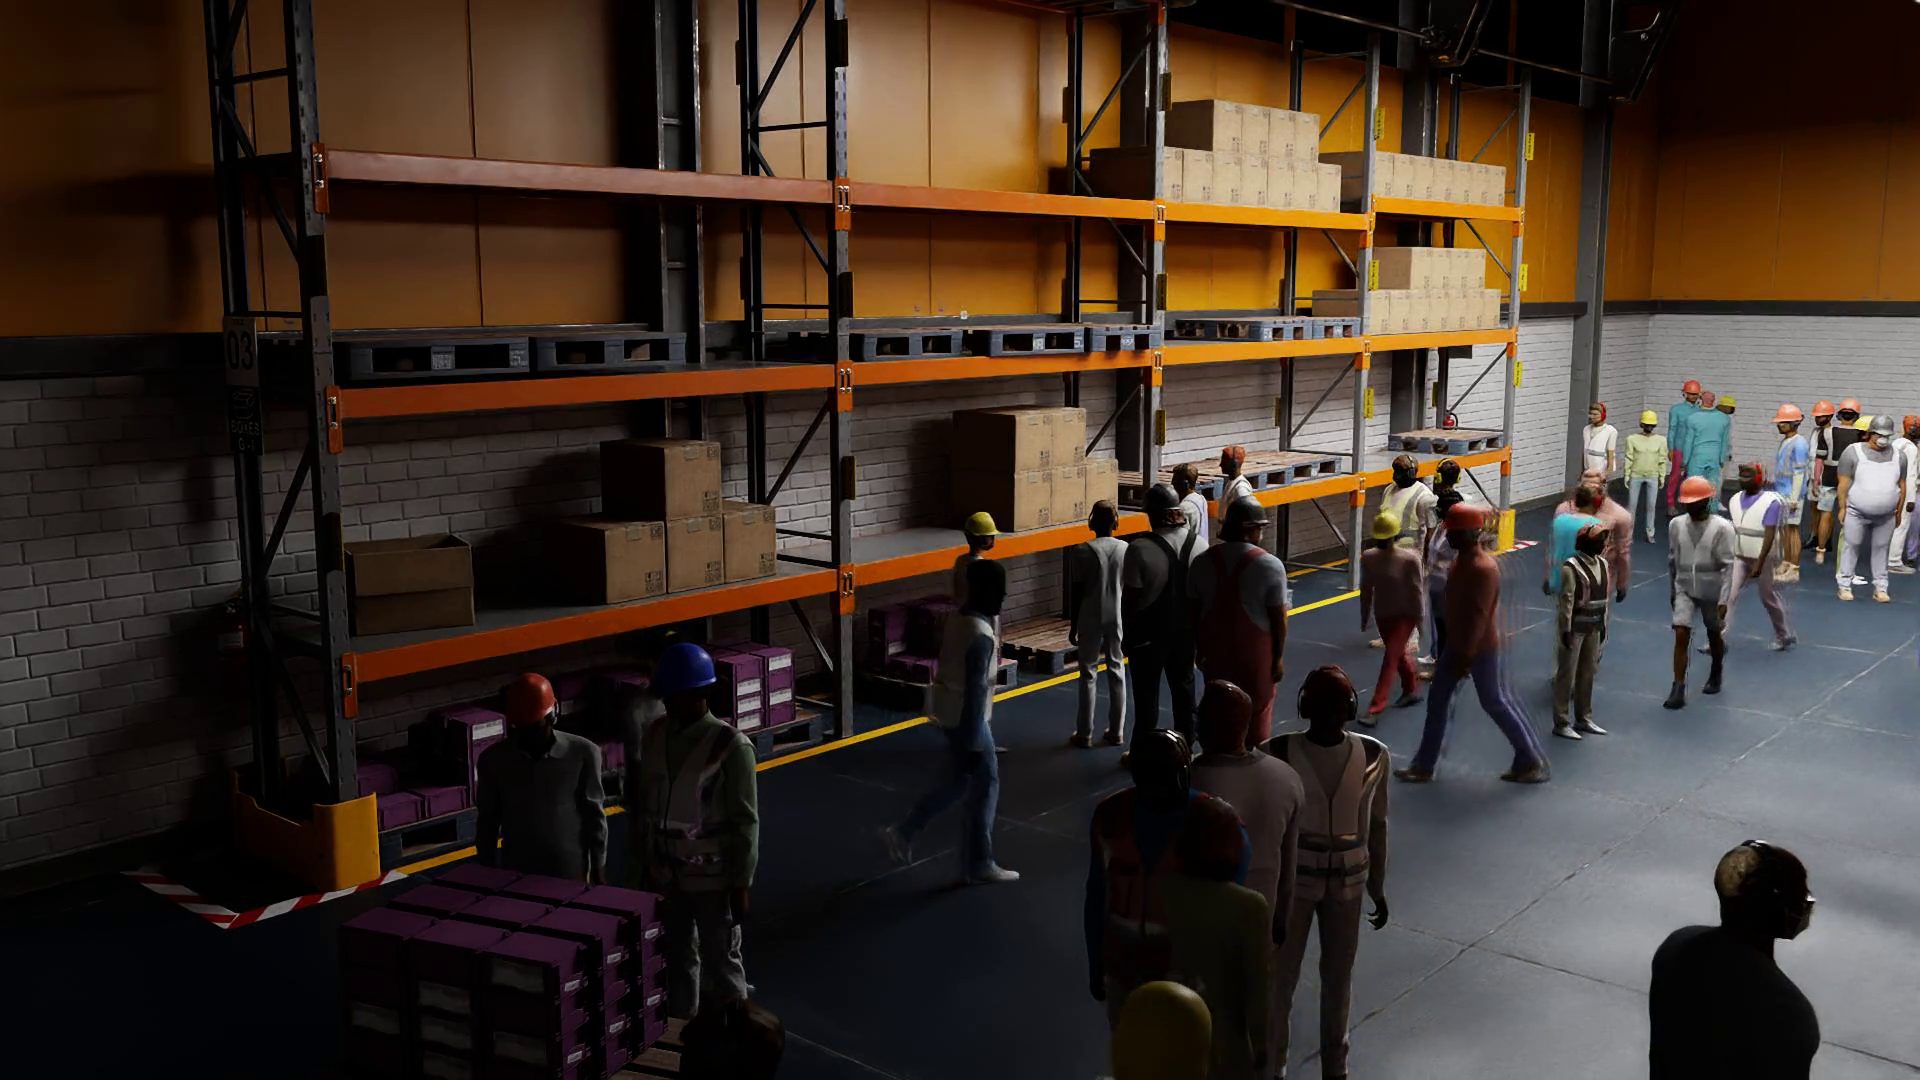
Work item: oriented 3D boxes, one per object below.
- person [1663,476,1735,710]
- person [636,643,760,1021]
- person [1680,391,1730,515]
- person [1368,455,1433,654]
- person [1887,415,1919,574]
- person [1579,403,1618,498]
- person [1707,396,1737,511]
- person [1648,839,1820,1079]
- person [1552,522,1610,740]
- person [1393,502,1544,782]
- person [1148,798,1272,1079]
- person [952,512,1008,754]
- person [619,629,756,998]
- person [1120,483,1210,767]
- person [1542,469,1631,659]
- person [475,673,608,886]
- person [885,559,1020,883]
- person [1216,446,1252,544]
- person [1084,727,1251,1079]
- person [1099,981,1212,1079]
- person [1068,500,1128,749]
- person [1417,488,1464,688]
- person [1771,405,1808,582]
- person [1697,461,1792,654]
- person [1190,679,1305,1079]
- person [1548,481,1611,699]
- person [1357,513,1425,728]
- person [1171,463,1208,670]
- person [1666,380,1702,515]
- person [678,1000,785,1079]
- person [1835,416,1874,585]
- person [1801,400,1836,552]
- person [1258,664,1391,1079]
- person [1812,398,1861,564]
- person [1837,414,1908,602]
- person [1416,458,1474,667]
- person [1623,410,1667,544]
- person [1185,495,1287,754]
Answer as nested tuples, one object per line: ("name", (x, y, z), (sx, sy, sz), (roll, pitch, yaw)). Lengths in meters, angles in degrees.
("person", (6.047, 0.396, 13.566), (0.560, 1.879, 1.031), (8, 12, 40))
("person", (-1.115, 1.381, 6.968), (0.614, 1.947, 0.389), (6, 10, 33))
("person", (10.425, -1.138, 23.347), (0.638, 1.909, 0.408), (-1, 9, -5))
("person", (4.083, 0.129, 15.385), (0.429, 1.844, 0.627), (-5, 10, -28))
("person", (11.103, -0.538, 19.577), (0.363, 1.879, 0.583), (1, 9, 9))
("person", (8.433, -0.891, 21.973), (0.392, 1.838, 0.561), (-3, 9, -19))
("person", (11.457, -1.310, 25.037), (0.496, 1.730, 0.403), (-7, 11, -36))
("person", (2.113, 1.759, 4.560), (0.372, 1.941, 0.627), (-1, 9, -7))
("person", (4.689, 0.678, 12.527), (0.514, 1.634, 0.313), (-6, 11, -33))
("person", (3.533, 0.707, 11.335), (0.997, 1.958, 0.607), (-2, 9, -11))
("person", (0.842, 1.714, 5.869), (0.512, 1.621, 0.482), (7, 11, 38))
("person", (0.128, 0.673, 12.117), (0.330, 1.768, 0.526), (-5, 10, -30))
("person", (-1.420, 1.297, 7.974), (0.946, 1.814, 0.594), (4, 10, 27))
("person", (1.412, 0.596, 11.735), (0.681, 2.000, 0.535), (-4, 10, -22))
("person", (5.372, 0.304, 14.233), (0.659, 1.867, 0.979), (7, 12, 40))
("person", (-1.843, 1.430, 7.335), (0.574, 1.737, 0.354), (-1, 9, -6))
("person", (-0.024, 1.034, 9.393), (0.657, 1.890, 0.619), (-3, 9, -16))
("person", (2.607, 0.042, 15.811), (0.337, 1.882, 0.585), (0, 9, -1))
("person", (0.734, 1.577, 6.092), (0.619, 1.836, 0.431), (5, 10, 27))
("person", (0.429, 1.888, 3.838), (0.426, 1.901, 0.635), (-9, 12, -44))
("person", (1.048, 0.620, 12.247), (0.502, 1.840, 0.346), (-2, 9, -14))
("person", (4.112, 0.406, 14.069), (0.318, 1.697, 0.533), (-1, 9, -6))
("person", (9.455, -0.532, 19.047), (0.417, 2.035, 0.609), (1, 9, 9))
("person", (7.318, 0.161, 15.331), (0.974, 1.798, 0.569), (-4, 10, -23))
("person", (0.999, 1.480, 6.453), (0.641, 1.913, 0.408), (-4, 10, -24))
("person", (5.041, 0.429, 13.543), (0.445, 1.818, 0.565), (-5, 10, -29))
("person", (3.379, 0.589, 12.994), (1.068, 1.663, 0.536), (-8, 12, -41))
("person", (2.030, 0.231, 14.754), (0.343, 1.838, 0.509), (5, 10, 30))
("person", (10.697, -1.355, 24.461), (0.622, 1.992, 0.397), (-2, 9, -13))
("person", (-0.469, 1.927, 3.814), (0.337, 1.838, 0.509), (-1, 9, -9))
("person", (10.193, -0.451, 18.890), (0.395, 1.918, 0.586), (3, 9, 20))
("person", (10.942, -0.808, 21.146), (0.387, 1.930, 0.544), (-2, 9, -10))
("person", (1.476, 1.431, 6.851), (0.585, 1.882, 0.337), (0, 9, -2))
("person", (10.654, -0.695, 20.103), (0.618, 2.029, 0.409), (4, 10, 26))
("person", (9.771, -0.346, 17.811), (0.680, 2.000, 0.536), (2, 9, 13))
("person", (4.298, 0.210, 14.797), (0.563, 1.868, 0.314), (-3, 9, -18))
("person", (8.957, -0.818, 21.758), (0.525, 1.762, 0.340), (2, 9, 13))
("person", (1.865, 0.707, 11.017), (0.682, 2.000, 0.536), (6, 11, 33))
